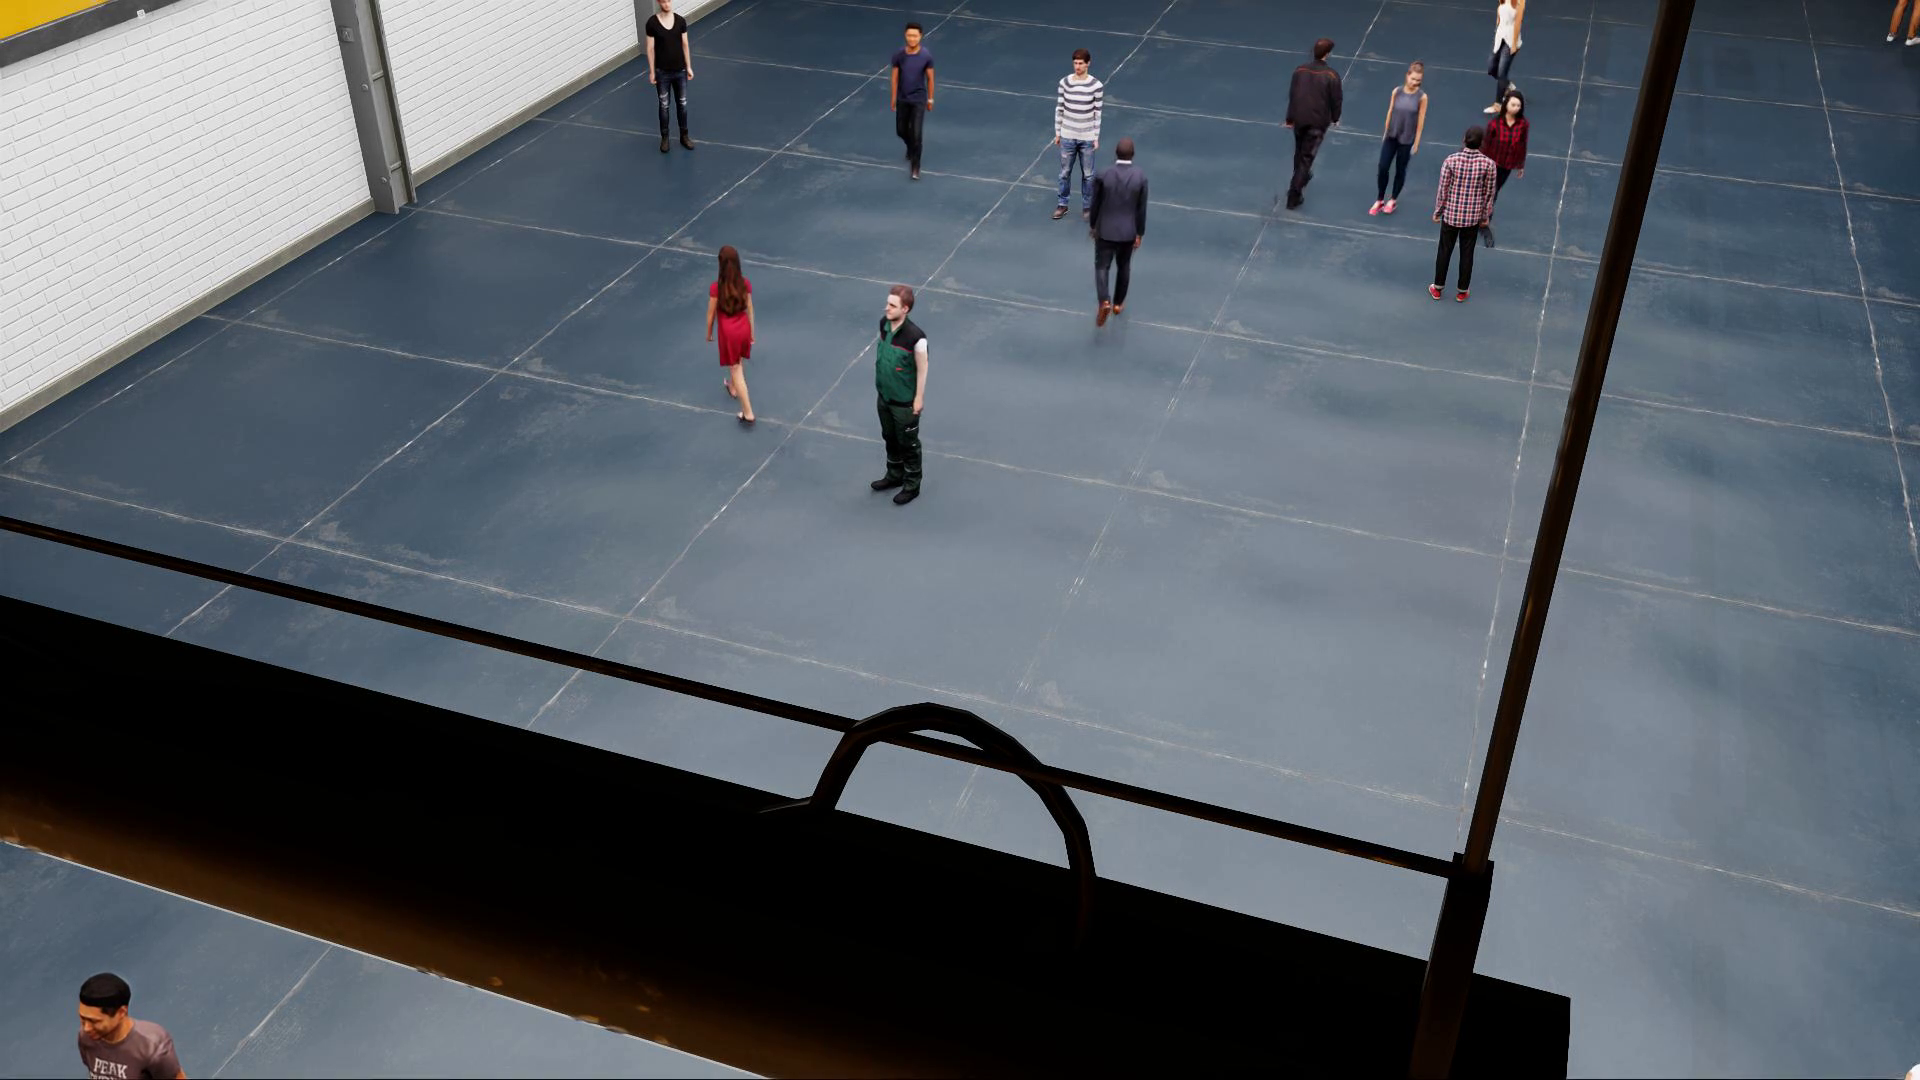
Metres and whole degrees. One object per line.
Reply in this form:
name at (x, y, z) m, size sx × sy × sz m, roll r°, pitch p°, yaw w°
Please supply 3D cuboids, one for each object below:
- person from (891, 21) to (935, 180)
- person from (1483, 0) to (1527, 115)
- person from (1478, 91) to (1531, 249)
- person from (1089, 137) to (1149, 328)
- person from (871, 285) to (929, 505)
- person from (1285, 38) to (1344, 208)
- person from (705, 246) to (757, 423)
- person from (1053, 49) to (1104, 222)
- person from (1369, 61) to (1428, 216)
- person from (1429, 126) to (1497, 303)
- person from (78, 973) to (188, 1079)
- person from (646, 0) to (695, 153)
person at (-0.539, -5.052, 18.978) m, size 0.760 × 1.779 × 0.931 m, roll 4°, pitch 34°, yaw 6°
person at (6.890, -6.220, 20.742) m, size 0.896 × 1.772 × 0.832 m, roll -16°, pitch 37°, yaw -22°
person at (5.622, -3.959, 17.475) m, size 0.825 × 1.623 × 0.975 m, roll -5°, pitch 34°, yaw -8°
person at (1.471, -2.877, 15.685) m, size 0.863 × 1.802 × 1.077 m, roll 2°, pitch 34°, yaw 4°
person at (-0.473, -1.157, 13.061) m, size 0.748 × 1.842 × 0.738 m, roll -25°, pitch 41°, yaw -33°
person at (3.783, -4.506, 18.144) m, size 0.915 × 1.793 × 1.149 m, roll 22°, pitch 39°, yaw 29°
person at (-1.921, -1.730, 14.221) m, size 1.017 × 1.512 × 1.042 m, roll -16°, pitch 37°, yaw -23°
person at (1.272, -4.365, 17.877) m, size 0.667 × 1.855 × 0.557 m, roll 8°, pitch 34°, yaw 12°
person at (4.811, -4.348, 17.985) m, size 0.660 × 1.707 × 0.736 m, roll 20°, pitch 39°, yaw 28°
person at (4.882, -3.174, 16.170) m, size 0.710 × 1.760 × 0.617 m, roll 8°, pitch 34°, yaw 12°
person at (-3.619, 2.589, 7.484) m, size 0.645 × 1.778 × 0.555 m, roll 9°, pitch 35°, yaw 13°
person at (-3.424, -5.566, 19.646) m, size 0.761 × 1.896 × 0.804 m, roll -12°, pitch 36°, yaw -18°
